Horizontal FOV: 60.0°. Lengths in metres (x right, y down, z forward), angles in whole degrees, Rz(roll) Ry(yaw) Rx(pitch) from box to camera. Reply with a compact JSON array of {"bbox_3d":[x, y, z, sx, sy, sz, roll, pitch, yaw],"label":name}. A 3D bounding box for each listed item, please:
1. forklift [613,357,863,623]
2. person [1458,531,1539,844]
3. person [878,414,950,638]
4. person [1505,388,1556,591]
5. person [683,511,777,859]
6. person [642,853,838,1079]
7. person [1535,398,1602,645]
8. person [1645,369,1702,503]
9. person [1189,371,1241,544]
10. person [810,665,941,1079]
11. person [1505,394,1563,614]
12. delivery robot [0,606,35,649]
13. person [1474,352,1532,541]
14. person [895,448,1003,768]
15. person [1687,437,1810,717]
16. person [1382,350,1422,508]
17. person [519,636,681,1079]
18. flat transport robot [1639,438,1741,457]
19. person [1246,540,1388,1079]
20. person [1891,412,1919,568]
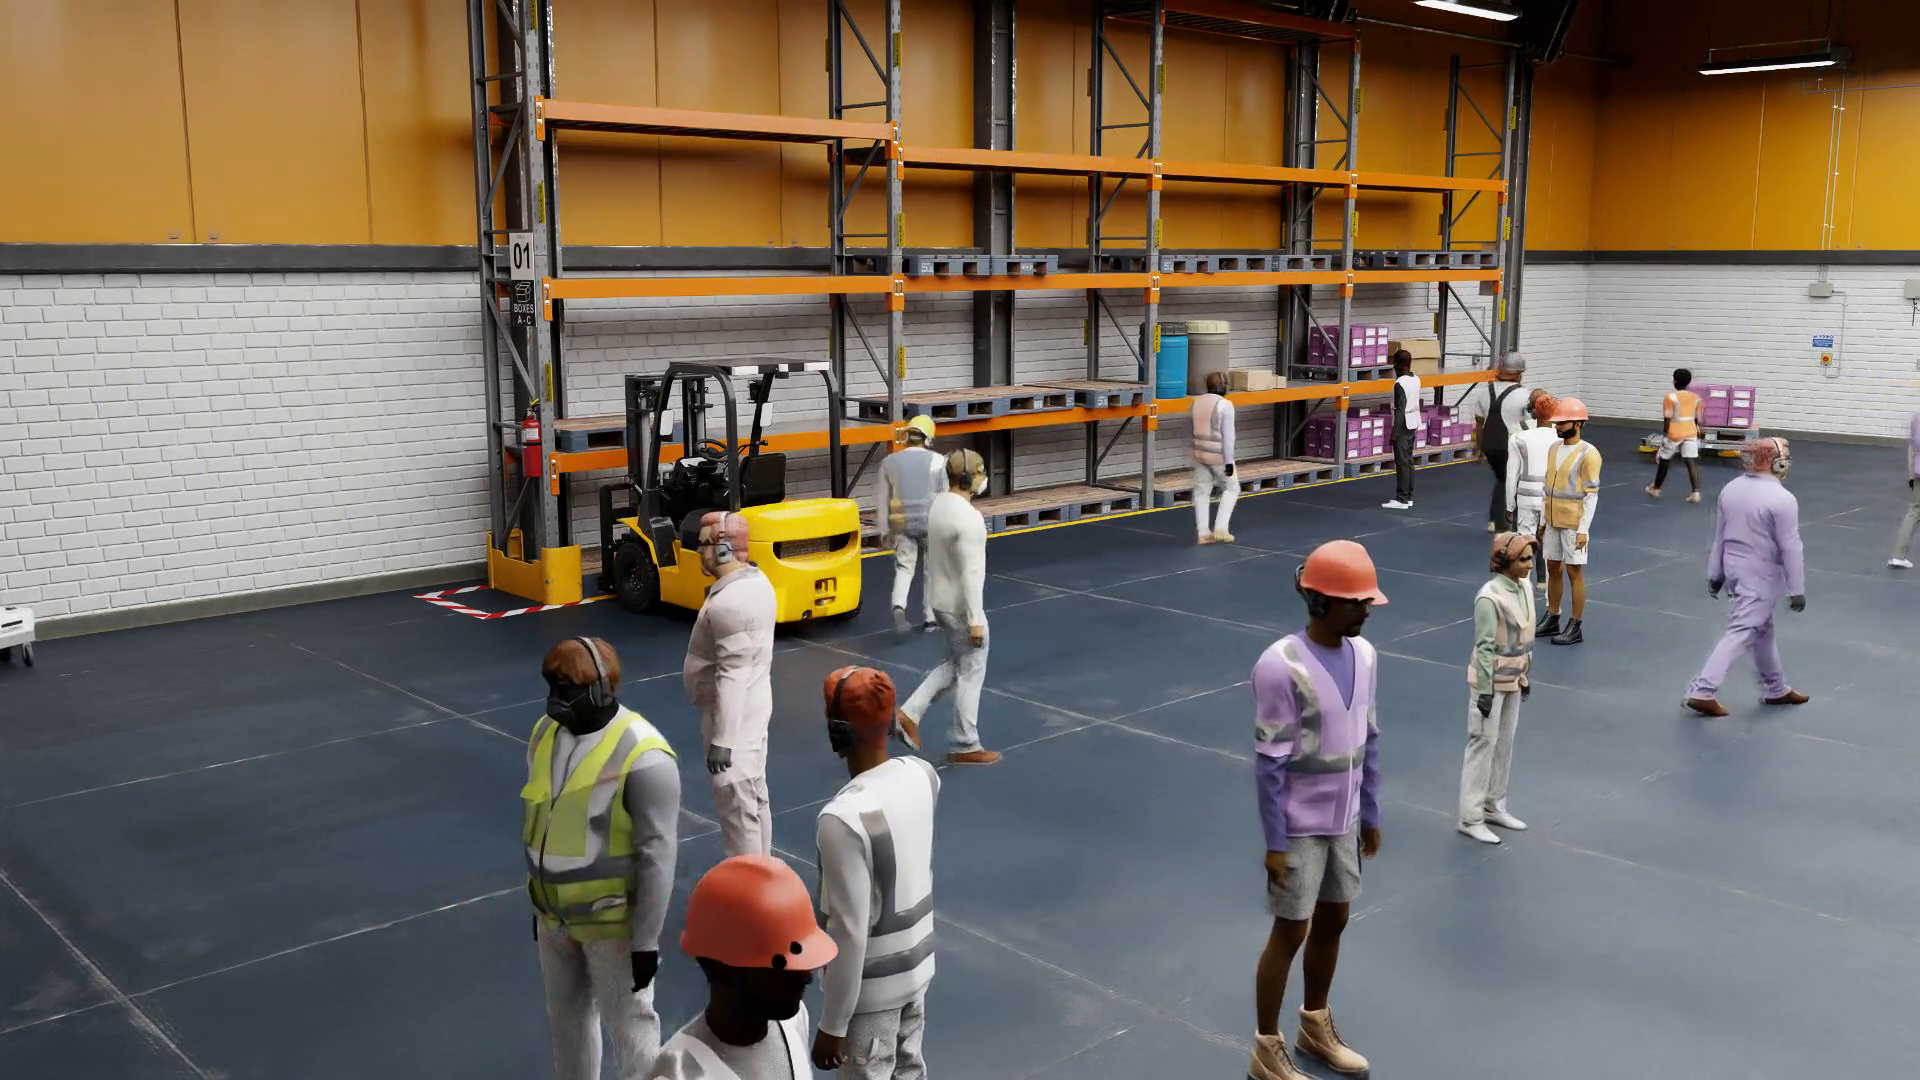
[{"bbox_3d":[-1.847,-0.414,13.852,1.214,2.155,2.313,-9,13,-42],"label":"forklift"},{"bbox_3d":[2.811,0.757,8.662,0.321,1.630,0.521,9,13,42],"label":"person"},{"bbox_3d":[-0.354,-0.096,13.217,0.650,1.779,0.791,2,10,9],"label":"person"},{"bbox_3d":[5.215,-0.448,15.106,0.520,1.848,0.436,6,11,30],"label":"person"},{"bbox_3d":[-1.040,0.813,7.515,0.407,1.905,0.655,1,10,4],"label":"person"},{"bbox_3d":[-0.519,1.528,3.359,0.879,1.912,0.552,4,11,23],"label":"person"},{"bbox_3d":[4.739,-0.148,13.048,0.358,1.938,0.545,-4,10,-21],"label":"person"},{"bbox_3d":[8.909,-1.295,20.599,0.548,1.644,0.890,-2,10,-11],"label":"person"},{"bbox_3d":[2.712,-0.861,17.539,0.537,1.825,0.660,-7,12,-35],"label":"person"},{"bbox_3d":[-0.248,1.283,4.825,0.337,1.881,0.584,4,11,24],"label":"person"},{"bbox_3d":[4.894,-0.286,14.014,0.579,1.883,0.352,3,10,18],"label":"person"},{"bbox_3d":[-7.140,0.653,12.127,0.477,0.478,0.707,3,10,19],"label":"delivery robot"},{"bbox_3d":[5.899,-1.000,17.736,0.586,2.000,0.699,-6,11,-30],"label":"person"},{"bbox_3d":[-0.072,0.413,9.834,0.579,1.925,0.633,-3,10,-15],"label":"person"},{"bbox_3d":[5.263,0.245,11.007,1.008,1.860,0.666,-2,10,-10],"label":"person"},{"bbox_3d":[5.354,-1.335,20.067,0.392,1.915,0.590,6,11,31],"label":"person"},{"bbox_3d":[-1.184,1.209,5.390,0.637,1.841,0.429,7,12,36],"label":"person"},{"bbox_3d":[11.247,-1.442,25.494,1.431,0.197,0.652,7,12,34],"label":"flat transport robot"},{"bbox_3d":[1.311,1.004,6.023,0.618,2.035,0.395,-8,12,-38],"label":"person"},{"bbox_3d":[9.490,-0.647,16.148,0.902,1.883,0.605,-4,11,-24],"label":"person"}]
